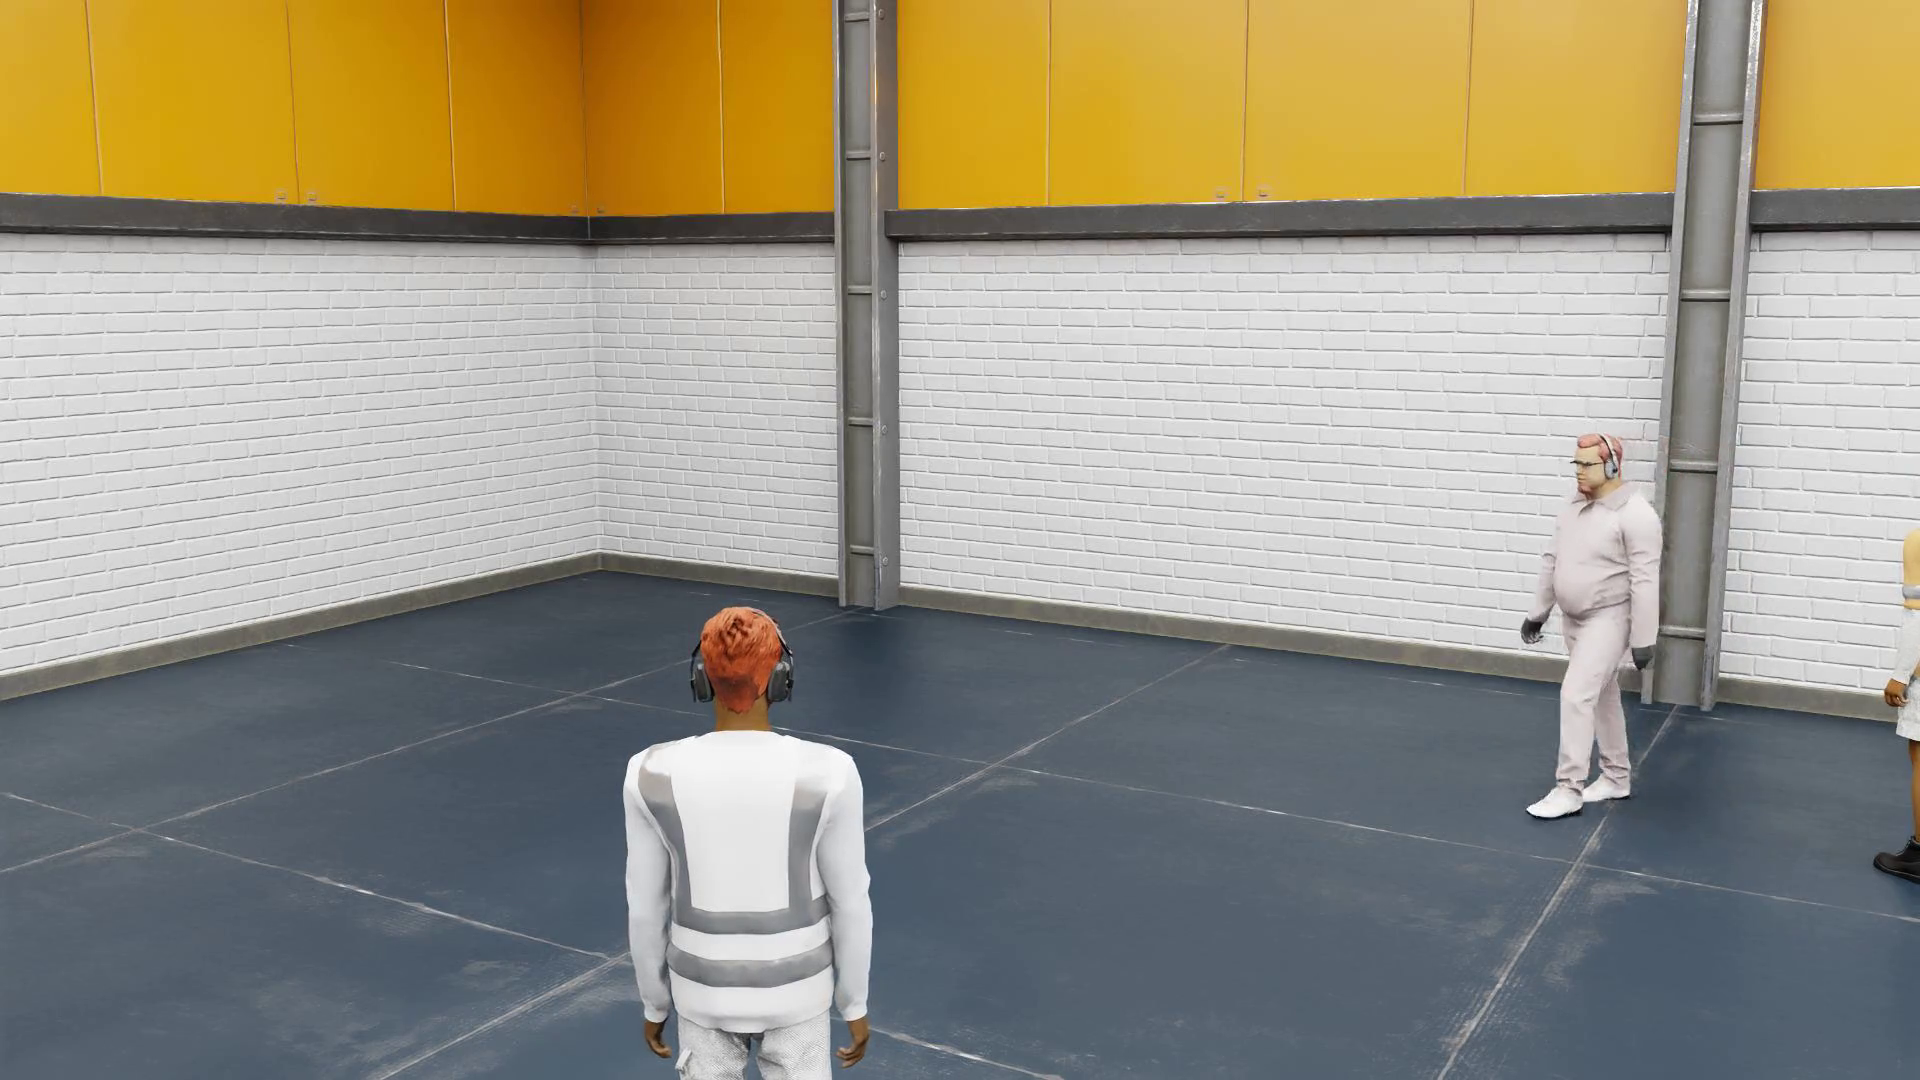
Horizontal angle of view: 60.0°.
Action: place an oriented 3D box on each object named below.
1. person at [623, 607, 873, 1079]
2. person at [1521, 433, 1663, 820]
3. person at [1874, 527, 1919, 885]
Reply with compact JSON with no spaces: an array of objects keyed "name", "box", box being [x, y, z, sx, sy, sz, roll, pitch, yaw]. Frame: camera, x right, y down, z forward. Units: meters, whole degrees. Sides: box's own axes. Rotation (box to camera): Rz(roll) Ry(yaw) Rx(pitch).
[{"name":"person","box":[-0.491,1.084,3.945,0.574,1.884,0.356,0,9,2]},{"name":"person","box":[3.028,0.415,8.161,0.824,1.874,0.655,-2,9,-10]},{"name":"person","box":[4.271,0.530,7.234,0.550,1.935,0.375,-2,9,-13]}]
